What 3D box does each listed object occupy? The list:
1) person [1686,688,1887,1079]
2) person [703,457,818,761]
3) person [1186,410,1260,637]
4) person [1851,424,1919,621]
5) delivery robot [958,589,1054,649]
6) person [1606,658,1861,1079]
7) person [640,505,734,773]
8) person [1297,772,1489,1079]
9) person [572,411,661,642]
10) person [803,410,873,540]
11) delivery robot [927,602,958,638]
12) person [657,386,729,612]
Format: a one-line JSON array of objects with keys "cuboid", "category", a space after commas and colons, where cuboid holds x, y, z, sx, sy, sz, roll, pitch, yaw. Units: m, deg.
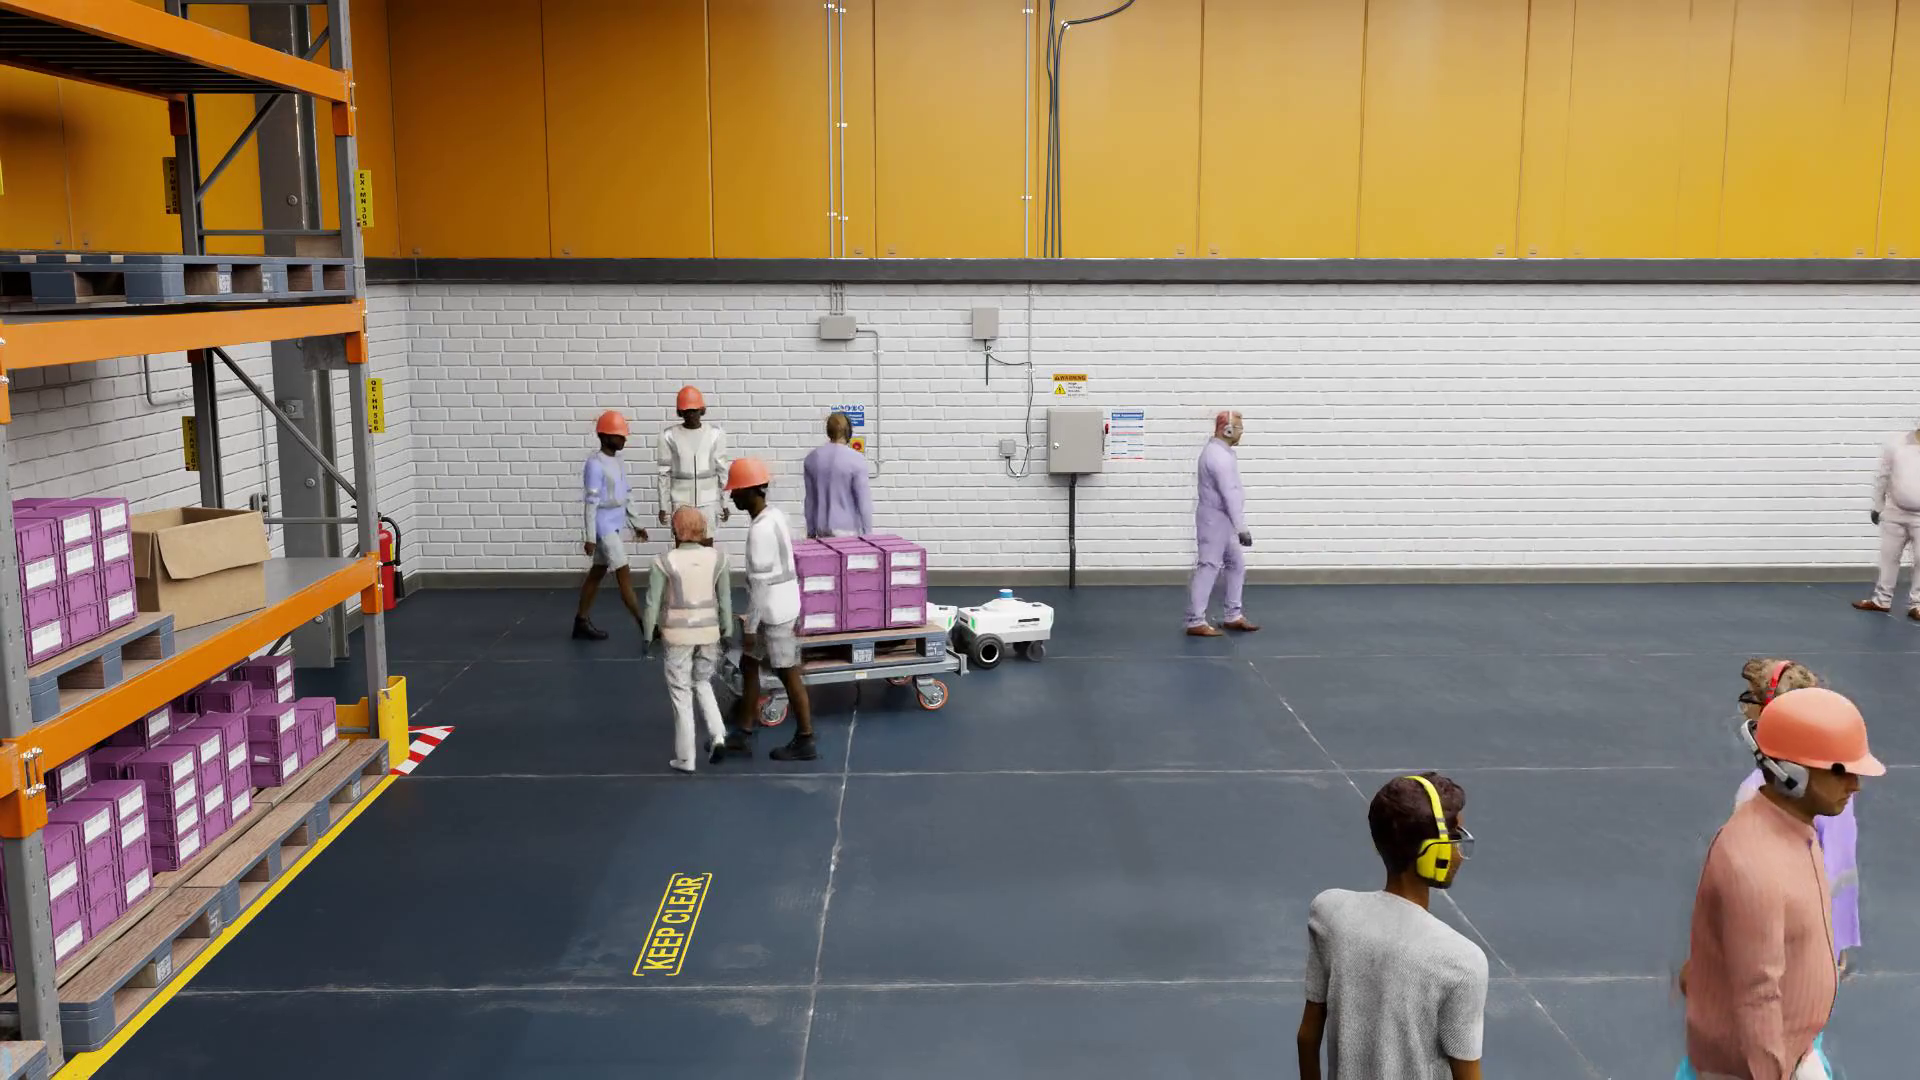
[{"cuboid": [2.140, 1.348, 4.345, 0.497, 1.976, 0.653, 6, 11, 35], "category": "person"}, {"cuboid": [-1.258, 0.442, 10.153, 0.834, 1.894, 0.566, -1, 9, -4], "category": "person"}, {"cuboid": [2.225, -0.123, 13.679, 0.765, 1.875, 0.636, 1, 9, 7], "category": "person"}, {"cuboid": [8.203, -0.235, 14.407, 0.444, 1.870, 0.802, -9, 13, -43], "category": "person"}, {"cuboid": [0.358, 0.626, 12.846, 0.707, 0.478, 0.477, -3, 10, -20], "category": "delivery robot"}, {"cuboid": [2.524, 1.264, 5.382, 0.598, 1.799, 0.927, -9, 13, -43], "category": "person"}, {"cuboid": [-1.638, 0.601, 10.020, 0.531, 1.626, 0.365, -7, 11, -35], "category": "person"}, {"cuboid": [1.038, 1.466, 3.973, 0.310, 1.864, 0.533, -8, 12, -39], "category": "person"}, {"cuboid": [-2.752, -0.099, 13.470, 0.965, 1.884, 0.570, 1, 9, 7], "category": "person"}, {"cuboid": [-1.025, -0.085, 13.369, 0.643, 1.911, 0.814, 7, 11, 36], "category": "person"}, {"cuboid": [-0.384, 0.625, 12.849, 0.707, 0.478, 0.477, 1, 9, 8], "category": "delivery robot"}, {"cuboid": [-2.331, -0.340, 14.580, 0.620, 2.031, 0.428, -3, 10, -17], "category": "person"}]
